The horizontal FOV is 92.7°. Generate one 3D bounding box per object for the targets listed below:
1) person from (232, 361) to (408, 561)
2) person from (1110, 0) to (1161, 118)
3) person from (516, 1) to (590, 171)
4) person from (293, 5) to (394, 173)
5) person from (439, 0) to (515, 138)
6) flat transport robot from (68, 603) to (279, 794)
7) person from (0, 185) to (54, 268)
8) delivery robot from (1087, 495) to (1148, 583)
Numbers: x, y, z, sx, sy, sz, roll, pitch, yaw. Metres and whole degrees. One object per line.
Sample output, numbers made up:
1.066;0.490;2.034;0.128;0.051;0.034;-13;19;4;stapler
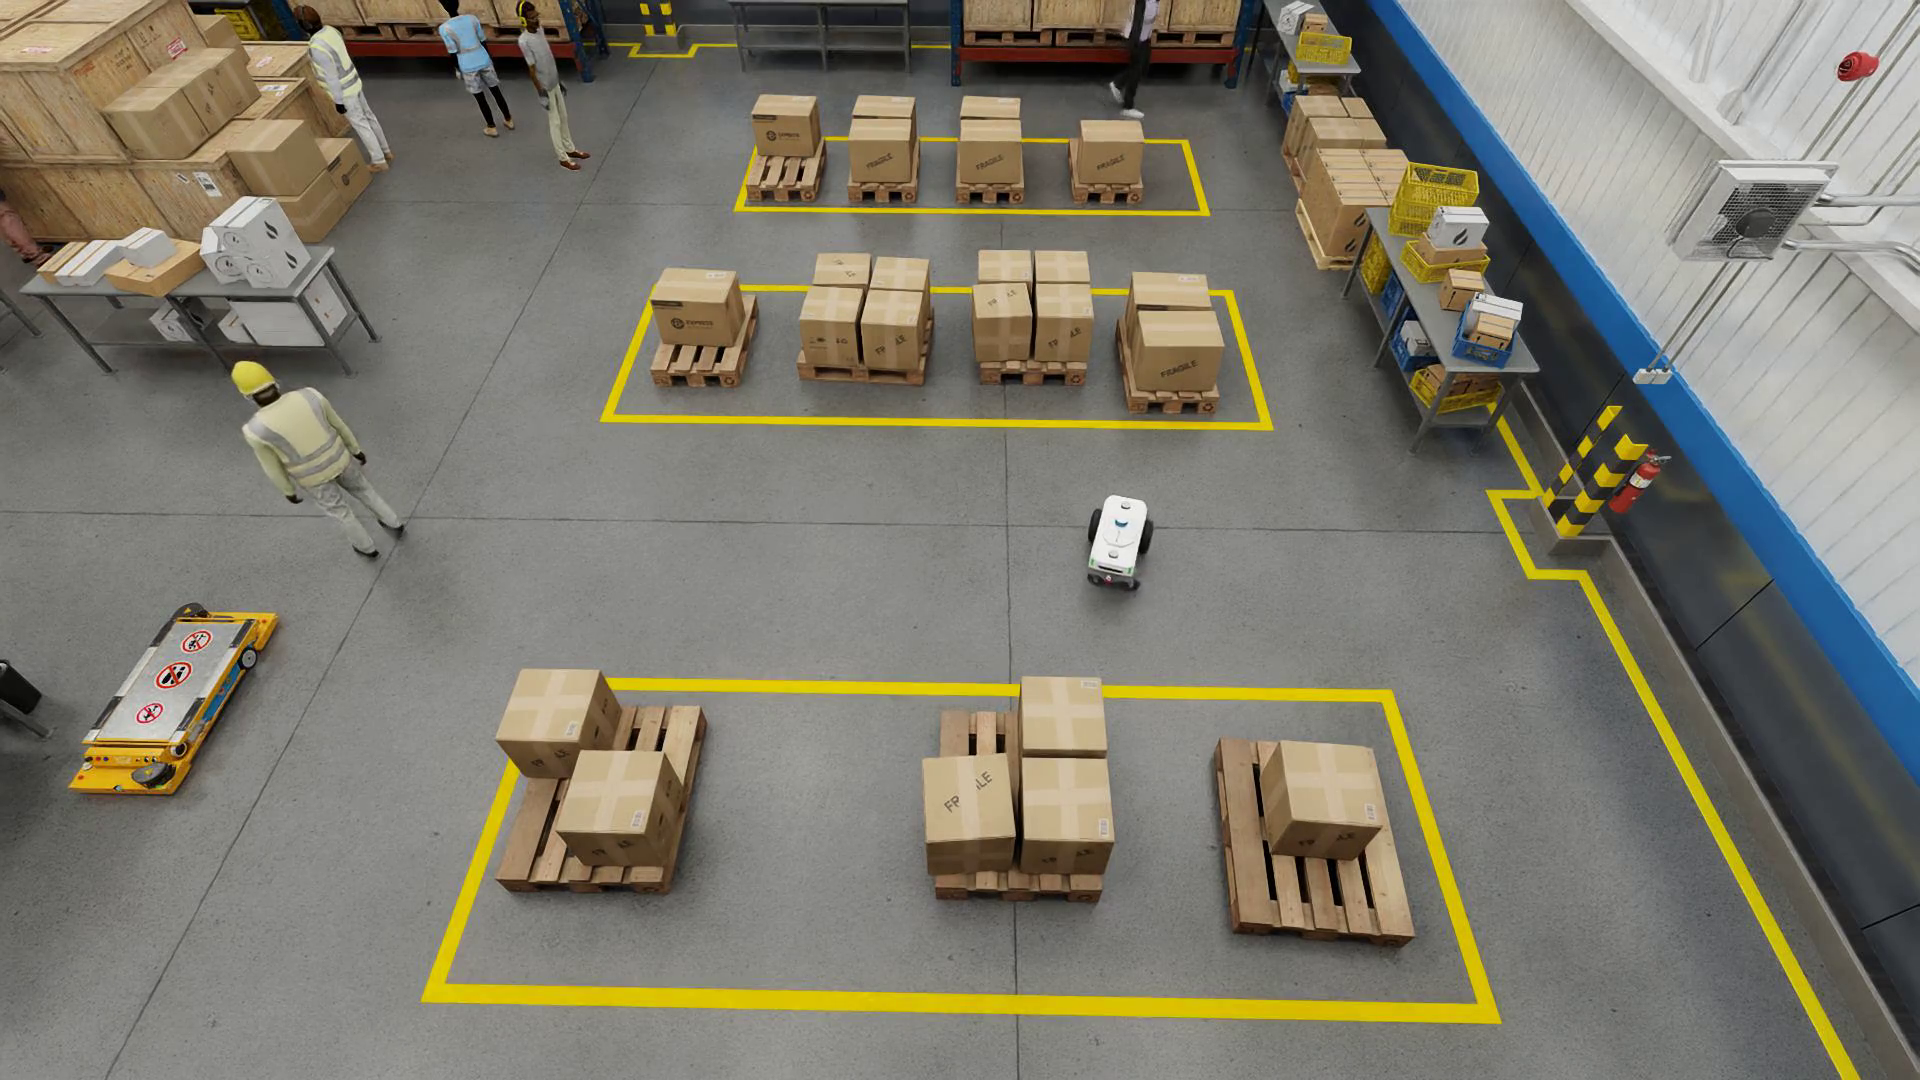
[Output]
-4.777;-0.562;6.818;0.406;1.819;0.603;21;53;17;person
2.278;-6.425;11.731;0.536;1.899;0.605;26;55;20;person
-4.844;-5.363;10.848;0.310;1.868;0.532;6;50;5;person
-7.270;-5.301;10.813;0.429;1.844;0.625;-7;50;-6;person
-6.058;-5.919;11.429;0.320;1.697;0.531;31;57;24;person
-5.504;1.072;6.442;0.652;0.197;1.431;1;50;1;flat transport robot
-10.121;-3.727;9.441;0.652;1.904;0.402;22;53;18;person
1.229;-0.013;7.116;0.477;0.478;0.707;13;51;11;delivery robot
